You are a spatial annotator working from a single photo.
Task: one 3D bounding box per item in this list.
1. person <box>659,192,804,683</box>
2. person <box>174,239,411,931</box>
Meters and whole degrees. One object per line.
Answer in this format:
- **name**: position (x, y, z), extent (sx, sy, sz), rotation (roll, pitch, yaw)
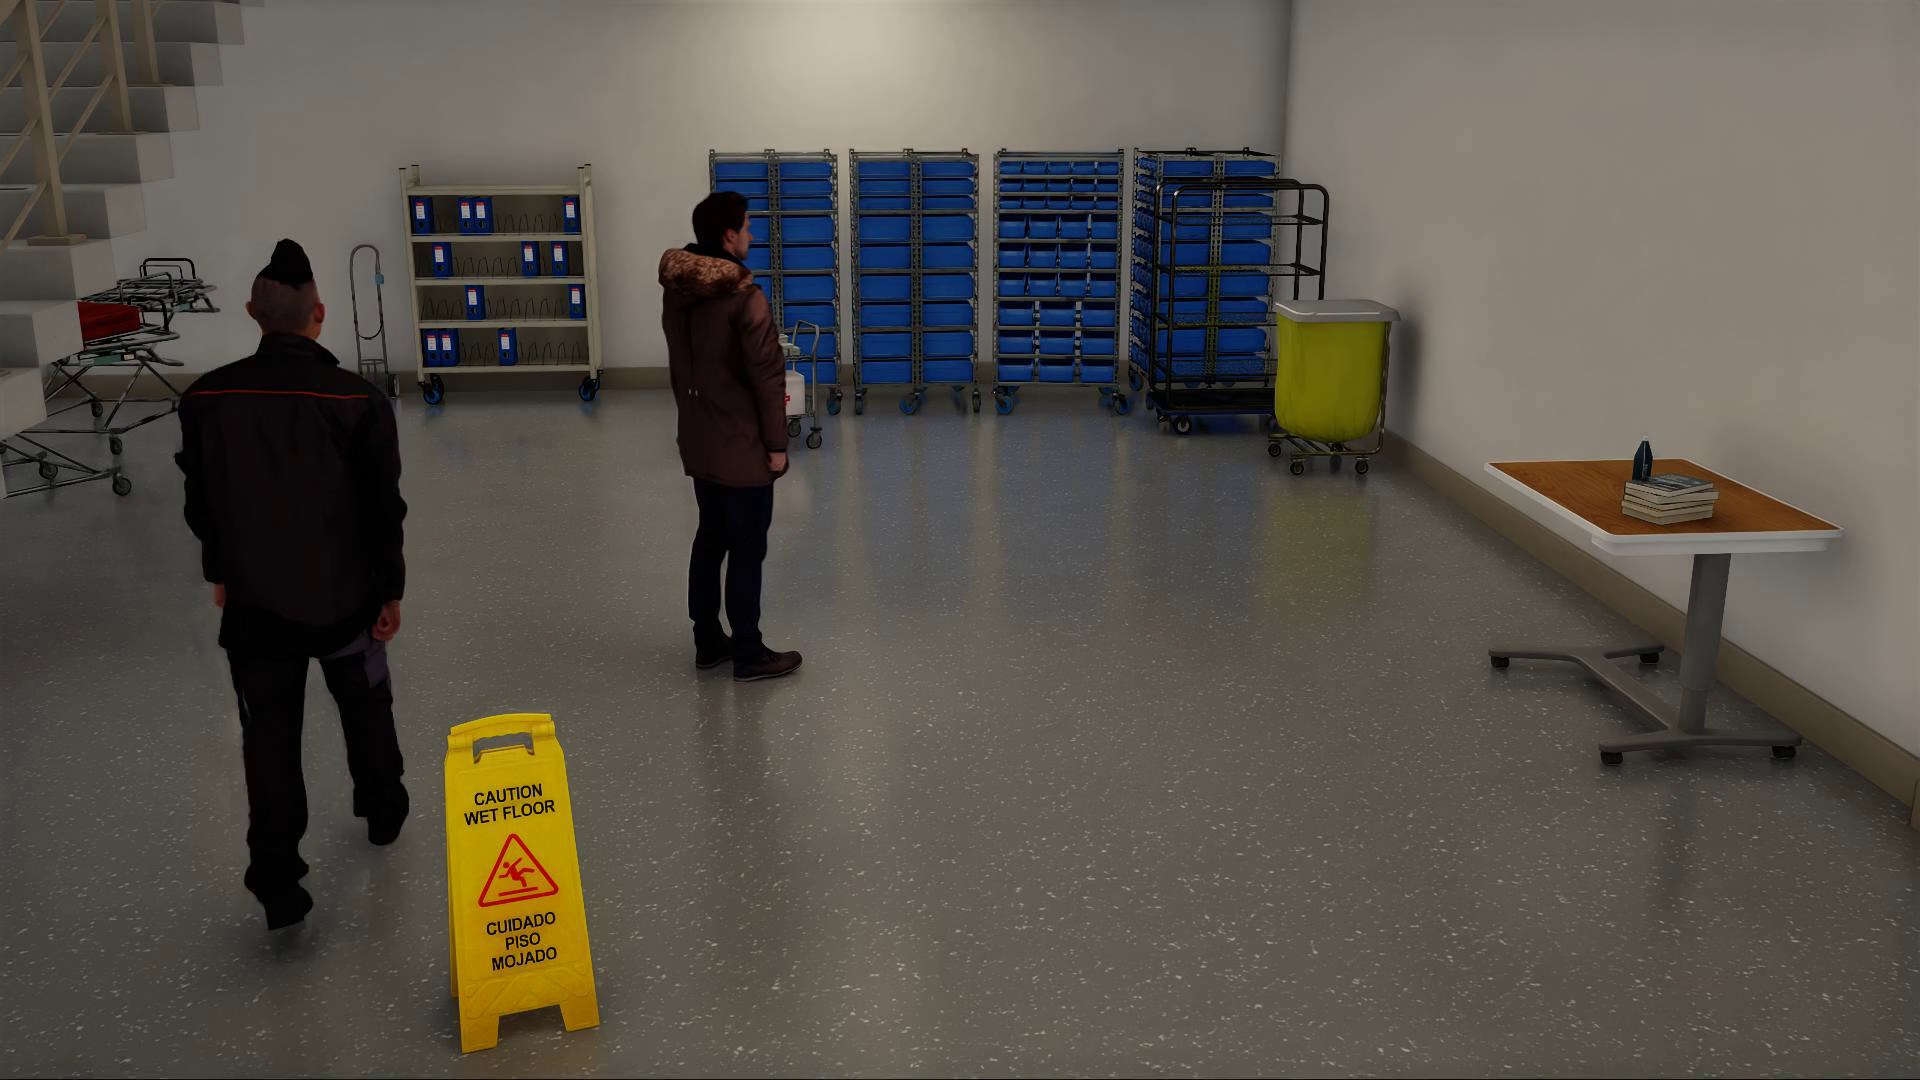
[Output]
- **person**: position (-0.880, -0.387, 6.323), extent (0.860, 1.847, 0.938), rotation (15, 22, 43)
- **person**: position (-1.794, 0.150, 4.460), extent (0.800, 1.822, 1.139), rotation (-2, 16, -8)
